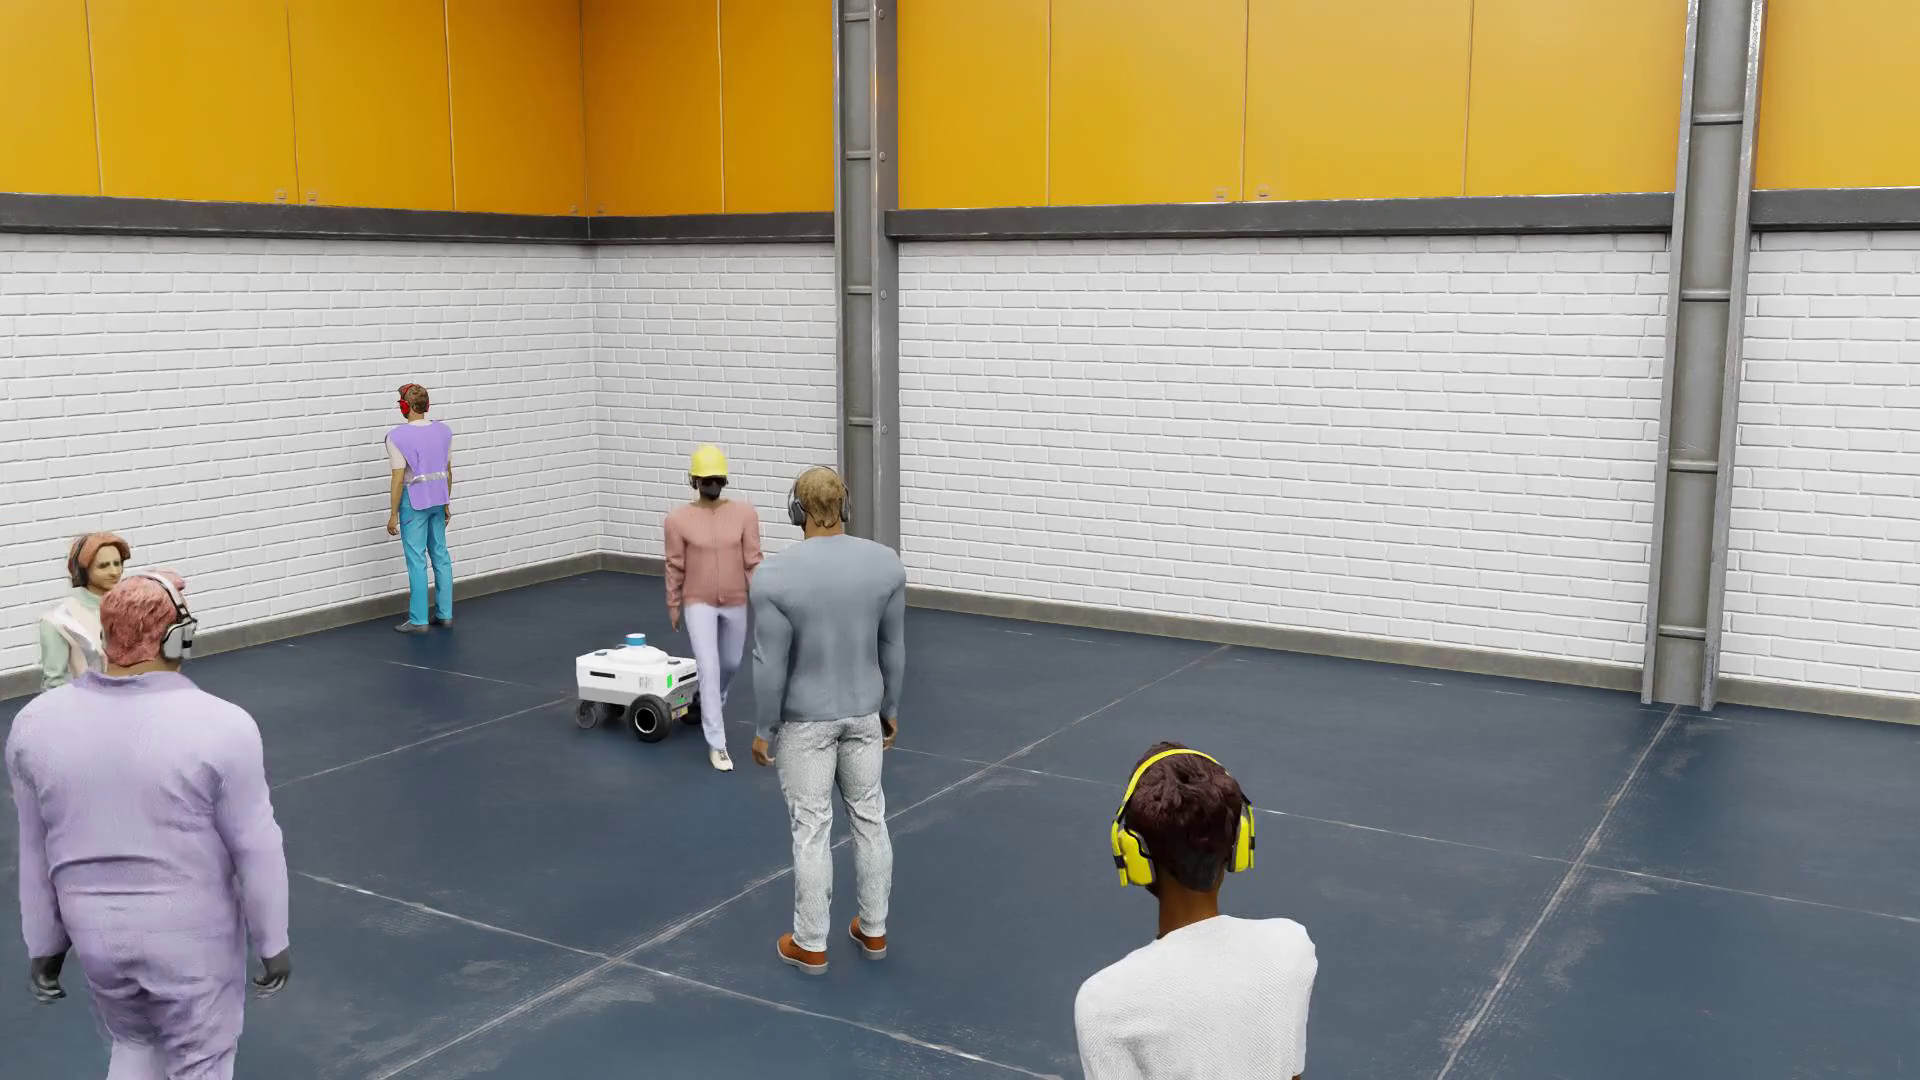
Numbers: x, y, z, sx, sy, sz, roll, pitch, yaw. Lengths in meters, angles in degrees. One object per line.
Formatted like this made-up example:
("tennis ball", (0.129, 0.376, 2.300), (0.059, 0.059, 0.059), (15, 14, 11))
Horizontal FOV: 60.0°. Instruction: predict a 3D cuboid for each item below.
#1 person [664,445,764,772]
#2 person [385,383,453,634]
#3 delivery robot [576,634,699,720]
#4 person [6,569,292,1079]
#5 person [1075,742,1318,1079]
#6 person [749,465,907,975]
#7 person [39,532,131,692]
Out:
("person", (-1.361, 0.324, 9.154), (0.523, 1.734, 0.861), (-4, 10, -24))
("person", (-3.964, -0.229, 12.256), (0.389, 1.847, 0.567), (5, 10, 29))
("delivery robot", (-1.870, 0.787, 9.641), (0.707, 0.478, 0.477), (4, 10, 25))
("person", (-2.078, 1.012, 4.367), (0.666, 1.887, 0.437), (1, 9, 4))
("person", (0.382, 1.268, 2.866), (0.514, 1.864, 0.332), (-6, 11, -34))
("person", (-0.500, 0.680, 6.316), (0.627, 1.934, 0.371), (-5, 10, -27))
("person", (-3.471, 0.757, 6.768), (0.549, 1.624, 0.528), (6, 11, 31))
